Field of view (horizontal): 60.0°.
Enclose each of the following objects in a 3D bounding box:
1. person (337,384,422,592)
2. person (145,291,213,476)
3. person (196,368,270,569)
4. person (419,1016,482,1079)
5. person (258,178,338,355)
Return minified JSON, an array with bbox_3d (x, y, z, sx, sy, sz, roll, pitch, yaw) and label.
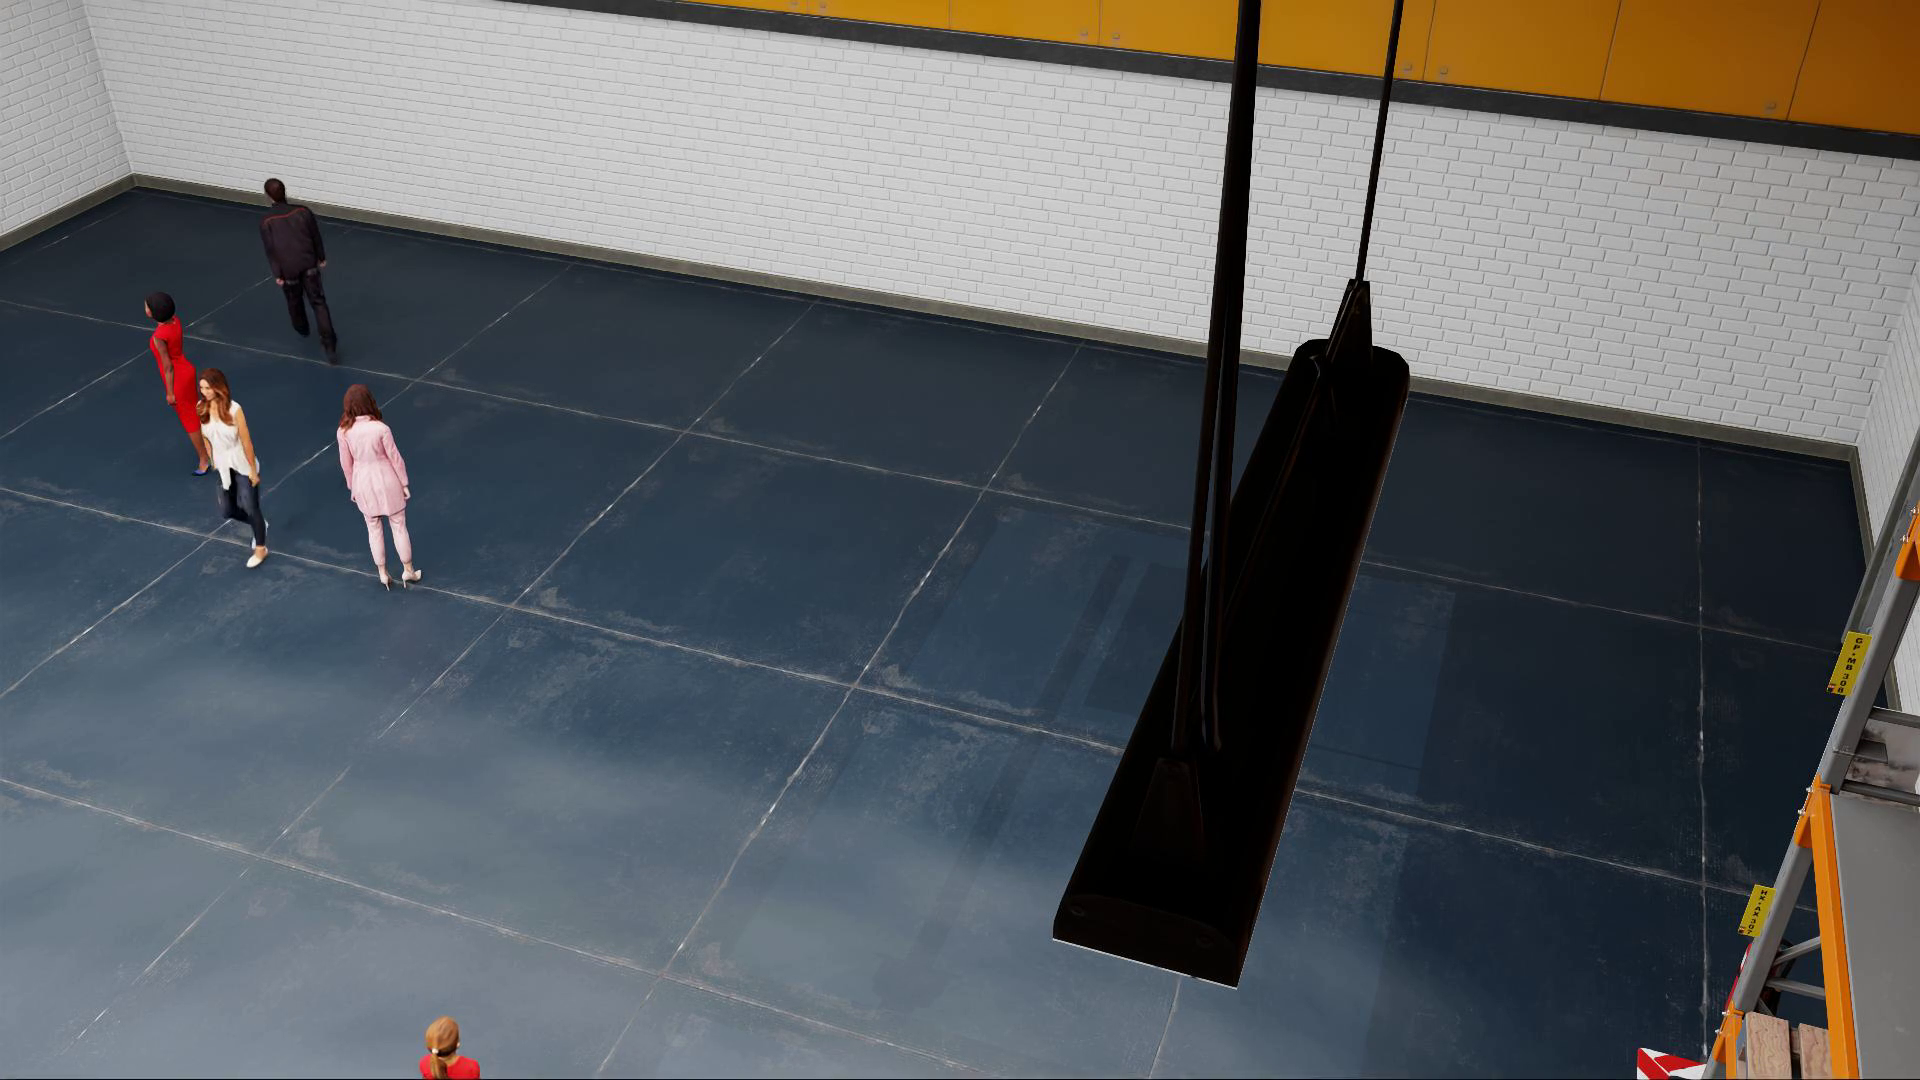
[{"bbox_3d":[-4.613,-0.403,13.156,0.691,1.801,0.672,-3,34,-5],"label":"person"},{"bbox_3d":[-6.878,-1.385,14.686,0.703,1.744,0.568,-3,34,-4],"label":"person"},{"bbox_3d":[-5.845,-0.629,13.519,0.660,1.776,0.694,6,34,9],"label":"person"},{"bbox_3d":[-2.583,2.950,8.557,0.518,1.307,0.546,2,34,3],"label":"person"},{"bbox_3d":[-6.566,-2.669,16.577,1.271,1.787,1.237,-20,38,-27],"label":"person"}]
